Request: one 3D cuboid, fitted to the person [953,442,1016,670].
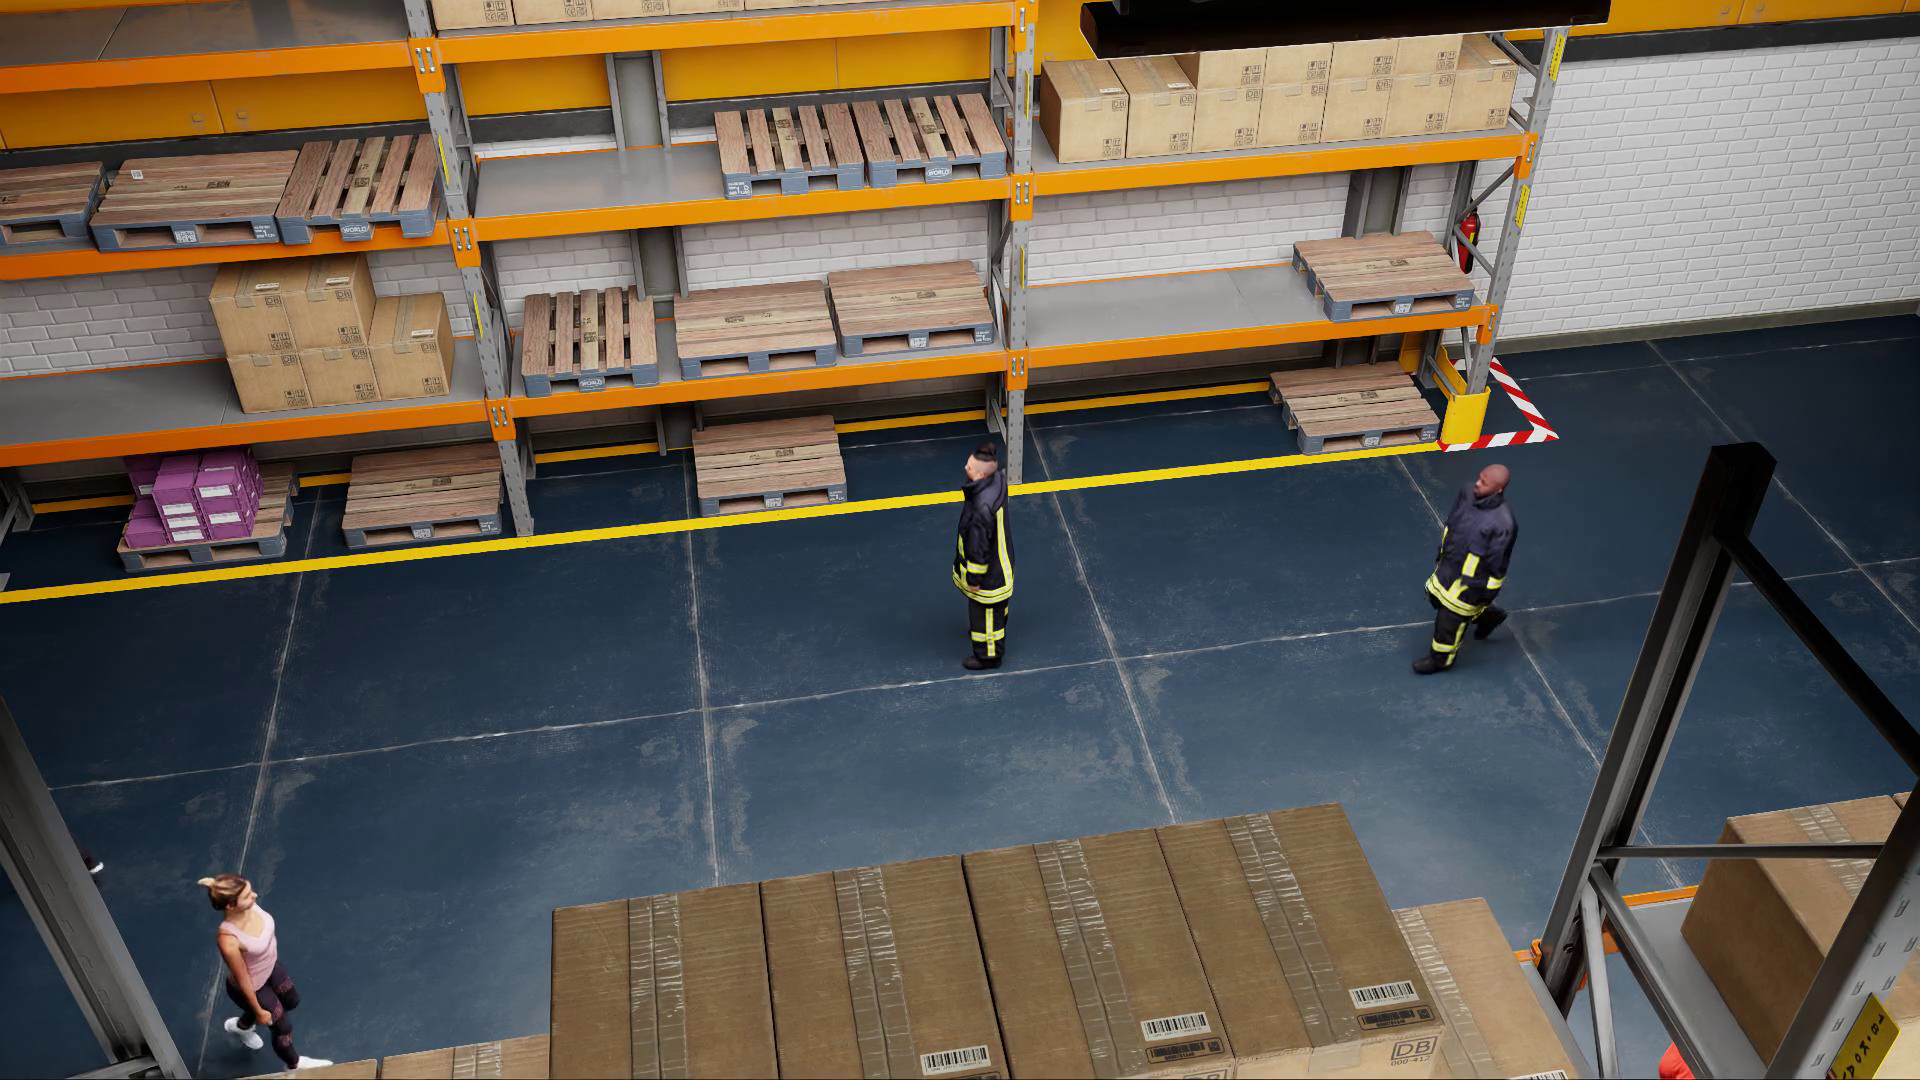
[{"bbox_3d":[0.191,0.093,11.676,0.805,1.859,0.829,5,39,6],"label":"person"}]

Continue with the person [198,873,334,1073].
[{"bbox_3d":[-3.894,2.364,9.008,0.869,1.640,0.679,2,39,2],"label":"person"}]

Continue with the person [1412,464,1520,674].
[{"bbox_3d":[3.625,0.165,11.625,1.025,1.810,0.817,-12,40,-14],"label":"person"}]
